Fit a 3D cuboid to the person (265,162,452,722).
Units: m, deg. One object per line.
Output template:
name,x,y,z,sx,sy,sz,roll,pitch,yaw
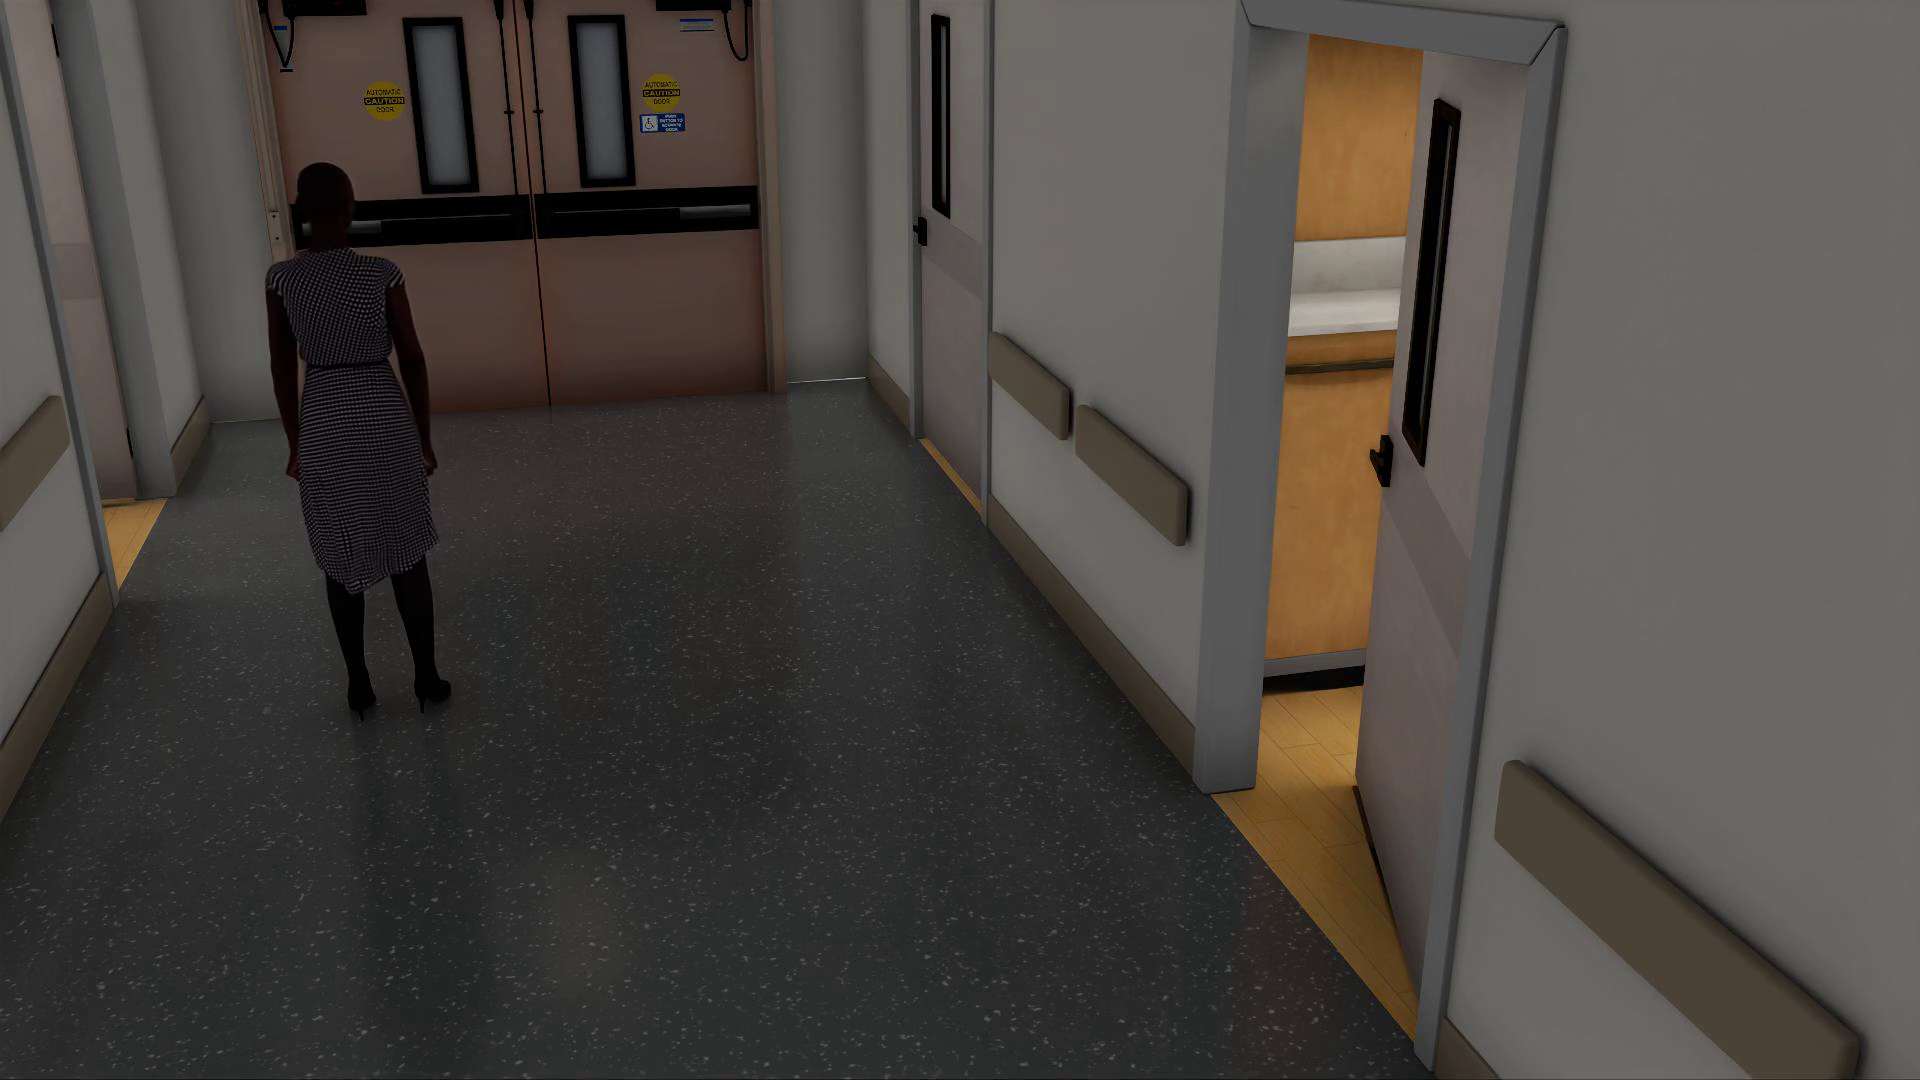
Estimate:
person,-1.904,-0.286,5.266,0.639,1.788,0.568,-3,21,-8
